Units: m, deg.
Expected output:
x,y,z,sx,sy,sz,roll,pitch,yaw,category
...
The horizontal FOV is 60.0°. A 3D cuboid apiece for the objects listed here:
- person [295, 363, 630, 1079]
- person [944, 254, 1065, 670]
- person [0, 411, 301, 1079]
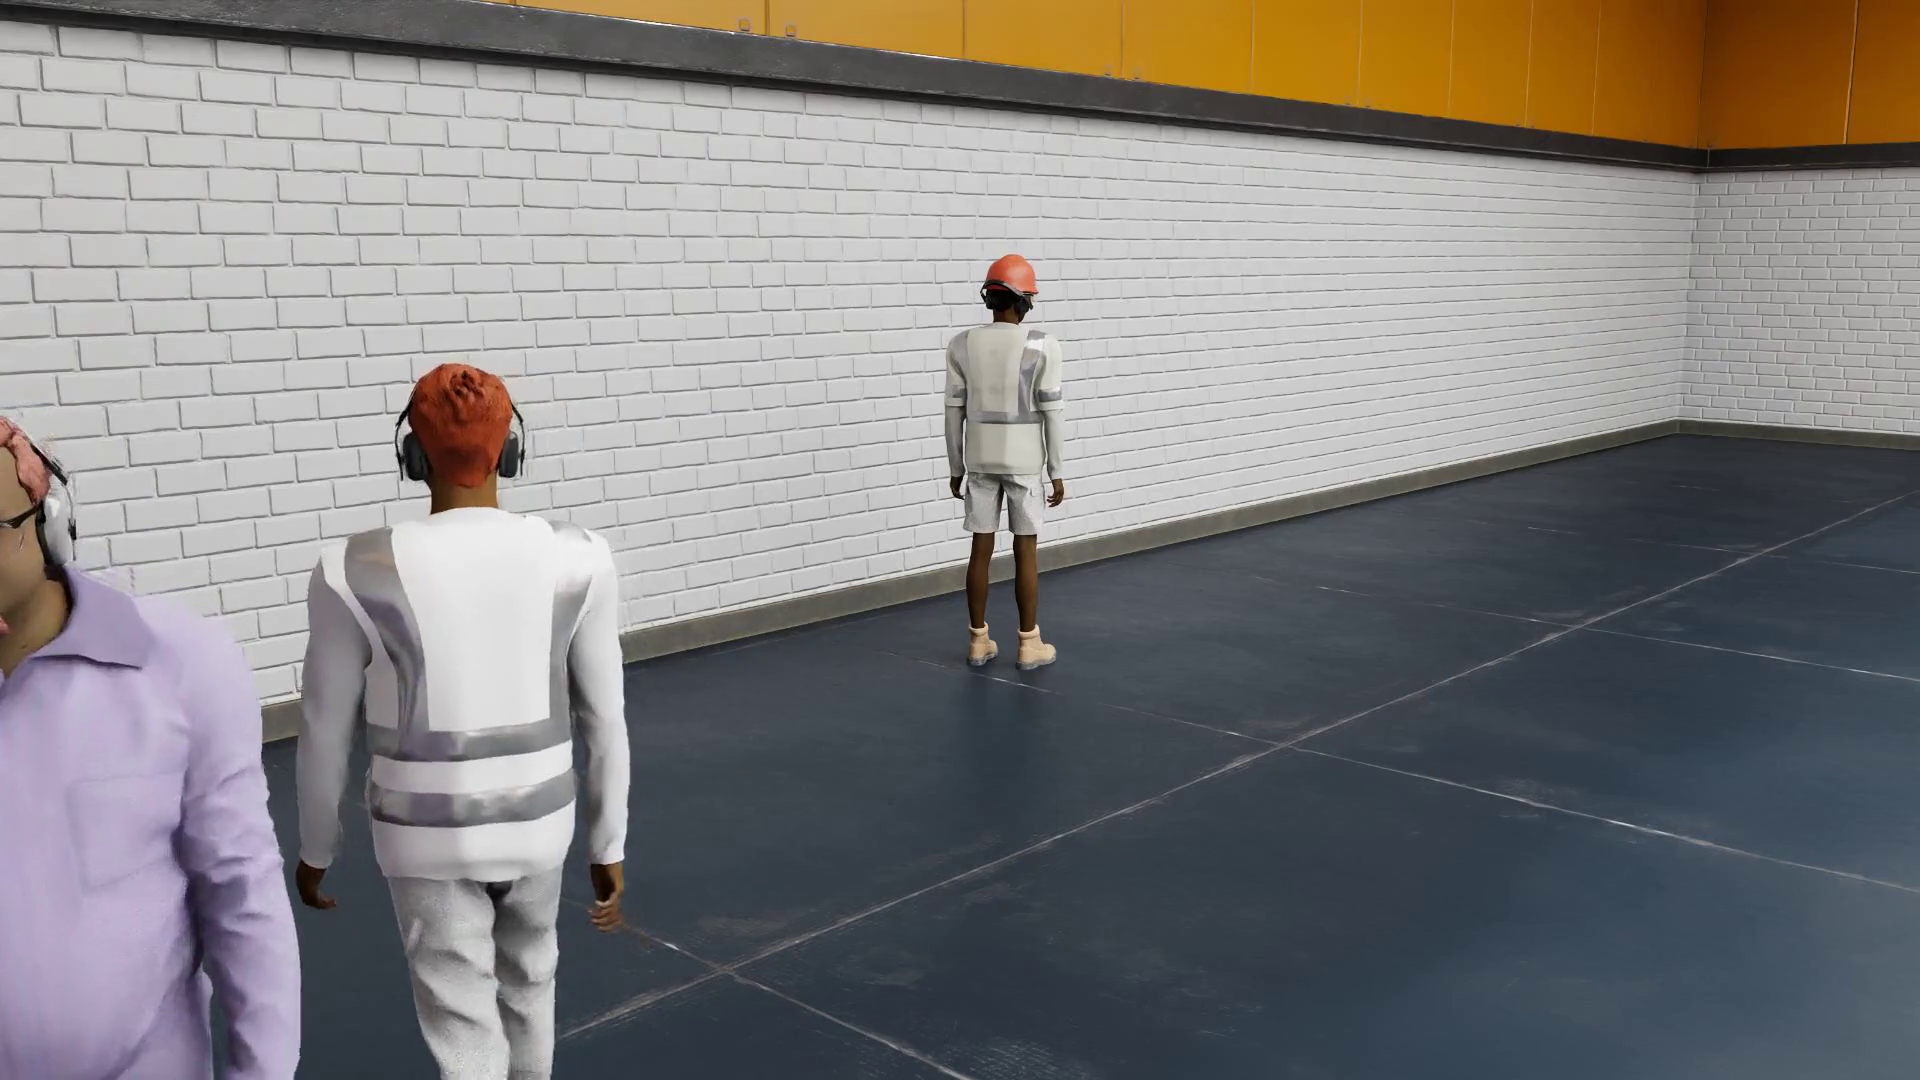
x,y,z,sx,sy,sz,roll,pitch,yaw,category
-1.012,0.573,3.335,0.599,1.847,0.888,-6,12,-30,person
0.234,-0.382,8.250,0.614,2.040,0.391,4,11,21,person
-1.189,0.773,2.166,0.648,1.878,0.846,-6,11,-29,person
